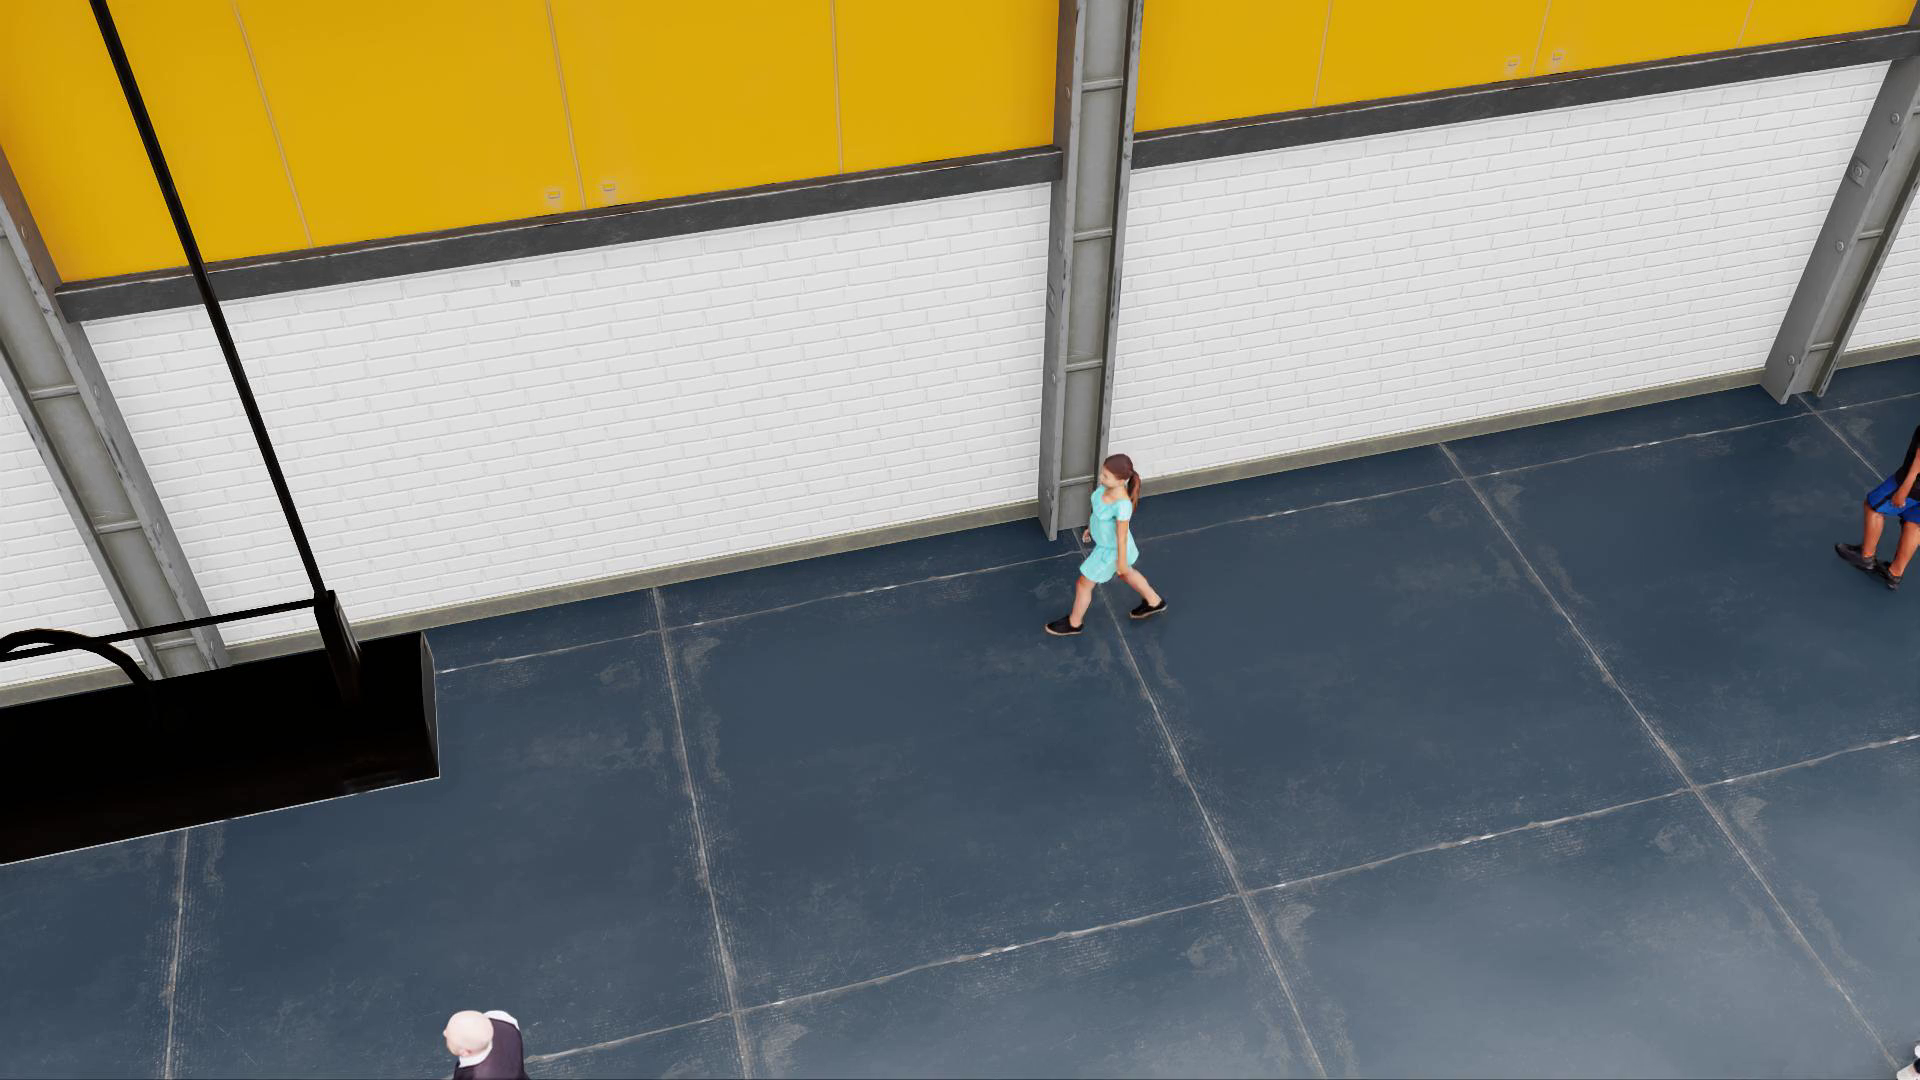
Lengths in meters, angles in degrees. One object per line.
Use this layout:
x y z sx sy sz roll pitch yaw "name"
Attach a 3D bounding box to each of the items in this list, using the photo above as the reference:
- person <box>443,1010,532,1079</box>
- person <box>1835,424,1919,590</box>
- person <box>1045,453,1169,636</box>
-2.120 2.709 7.753 0.674 1.824 0.739 -1 44 -2 "person"
6.426 -0.347 10.994 0.696 1.779 0.773 -17 46 -17 "person"
1.057 0.024 10.788 1.108 1.526 0.712 -2 44 -2 "person"
